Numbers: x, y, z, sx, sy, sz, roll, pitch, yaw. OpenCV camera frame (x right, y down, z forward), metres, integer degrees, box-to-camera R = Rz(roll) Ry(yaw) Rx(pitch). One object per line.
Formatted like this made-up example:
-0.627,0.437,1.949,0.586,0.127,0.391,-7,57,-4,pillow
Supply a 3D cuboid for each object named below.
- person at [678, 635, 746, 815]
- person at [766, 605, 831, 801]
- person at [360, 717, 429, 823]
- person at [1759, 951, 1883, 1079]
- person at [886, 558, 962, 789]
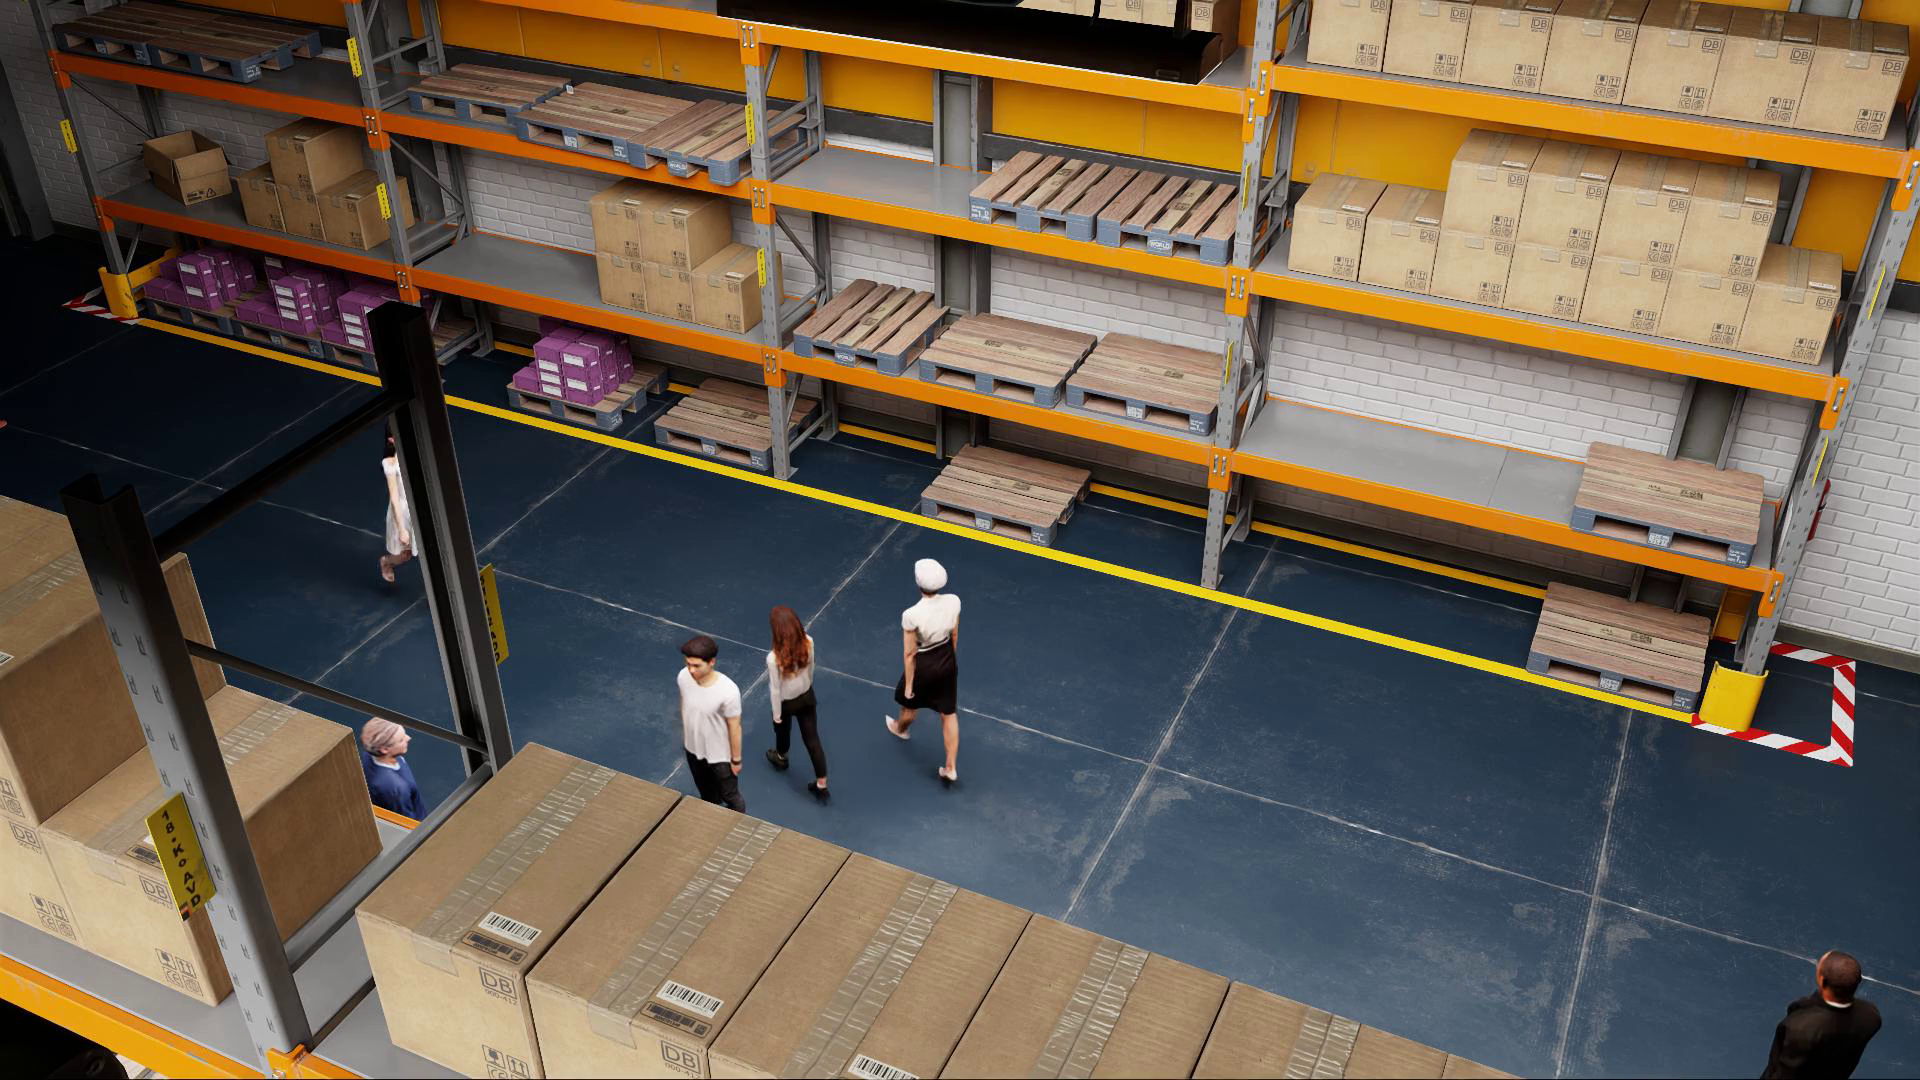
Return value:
-1.580,1.283,10.601,0.525,1.718,0.722,21,39,28,person
-1.057,1.103,11.110,0.828,1.455,1.006,-22,39,-29,person
-3.256,1.764,9.745,0.805,1.864,0.695,-19,38,-26,person
4.144,2.756,8.220,0.791,1.902,0.858,-10,35,-15,person
-0.144,0.938,11.120,0.999,1.719,1.125,-18,38,-25,person
